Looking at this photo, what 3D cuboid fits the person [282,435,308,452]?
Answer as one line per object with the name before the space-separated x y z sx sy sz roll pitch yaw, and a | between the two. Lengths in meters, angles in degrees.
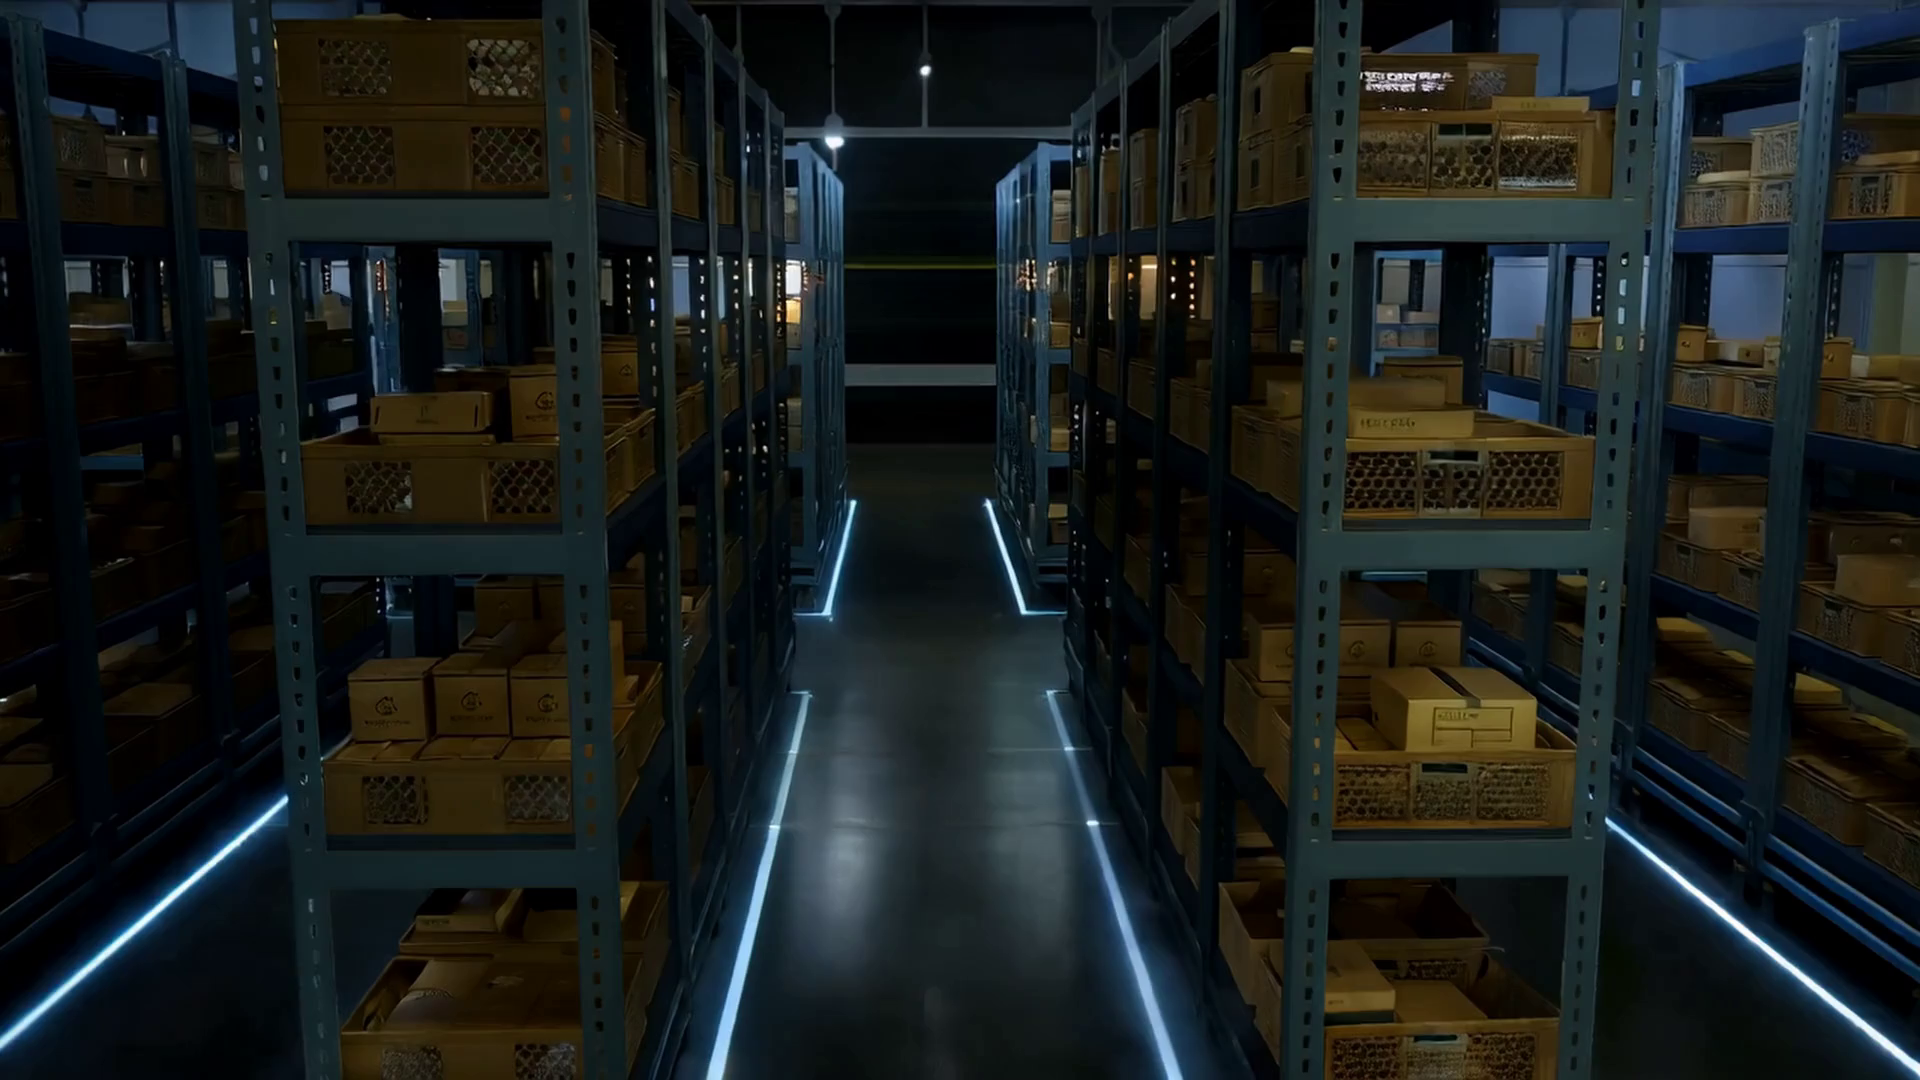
person | -8.221 -1.527 20.239 0.922 1.784 0.604 -3 10 -16
